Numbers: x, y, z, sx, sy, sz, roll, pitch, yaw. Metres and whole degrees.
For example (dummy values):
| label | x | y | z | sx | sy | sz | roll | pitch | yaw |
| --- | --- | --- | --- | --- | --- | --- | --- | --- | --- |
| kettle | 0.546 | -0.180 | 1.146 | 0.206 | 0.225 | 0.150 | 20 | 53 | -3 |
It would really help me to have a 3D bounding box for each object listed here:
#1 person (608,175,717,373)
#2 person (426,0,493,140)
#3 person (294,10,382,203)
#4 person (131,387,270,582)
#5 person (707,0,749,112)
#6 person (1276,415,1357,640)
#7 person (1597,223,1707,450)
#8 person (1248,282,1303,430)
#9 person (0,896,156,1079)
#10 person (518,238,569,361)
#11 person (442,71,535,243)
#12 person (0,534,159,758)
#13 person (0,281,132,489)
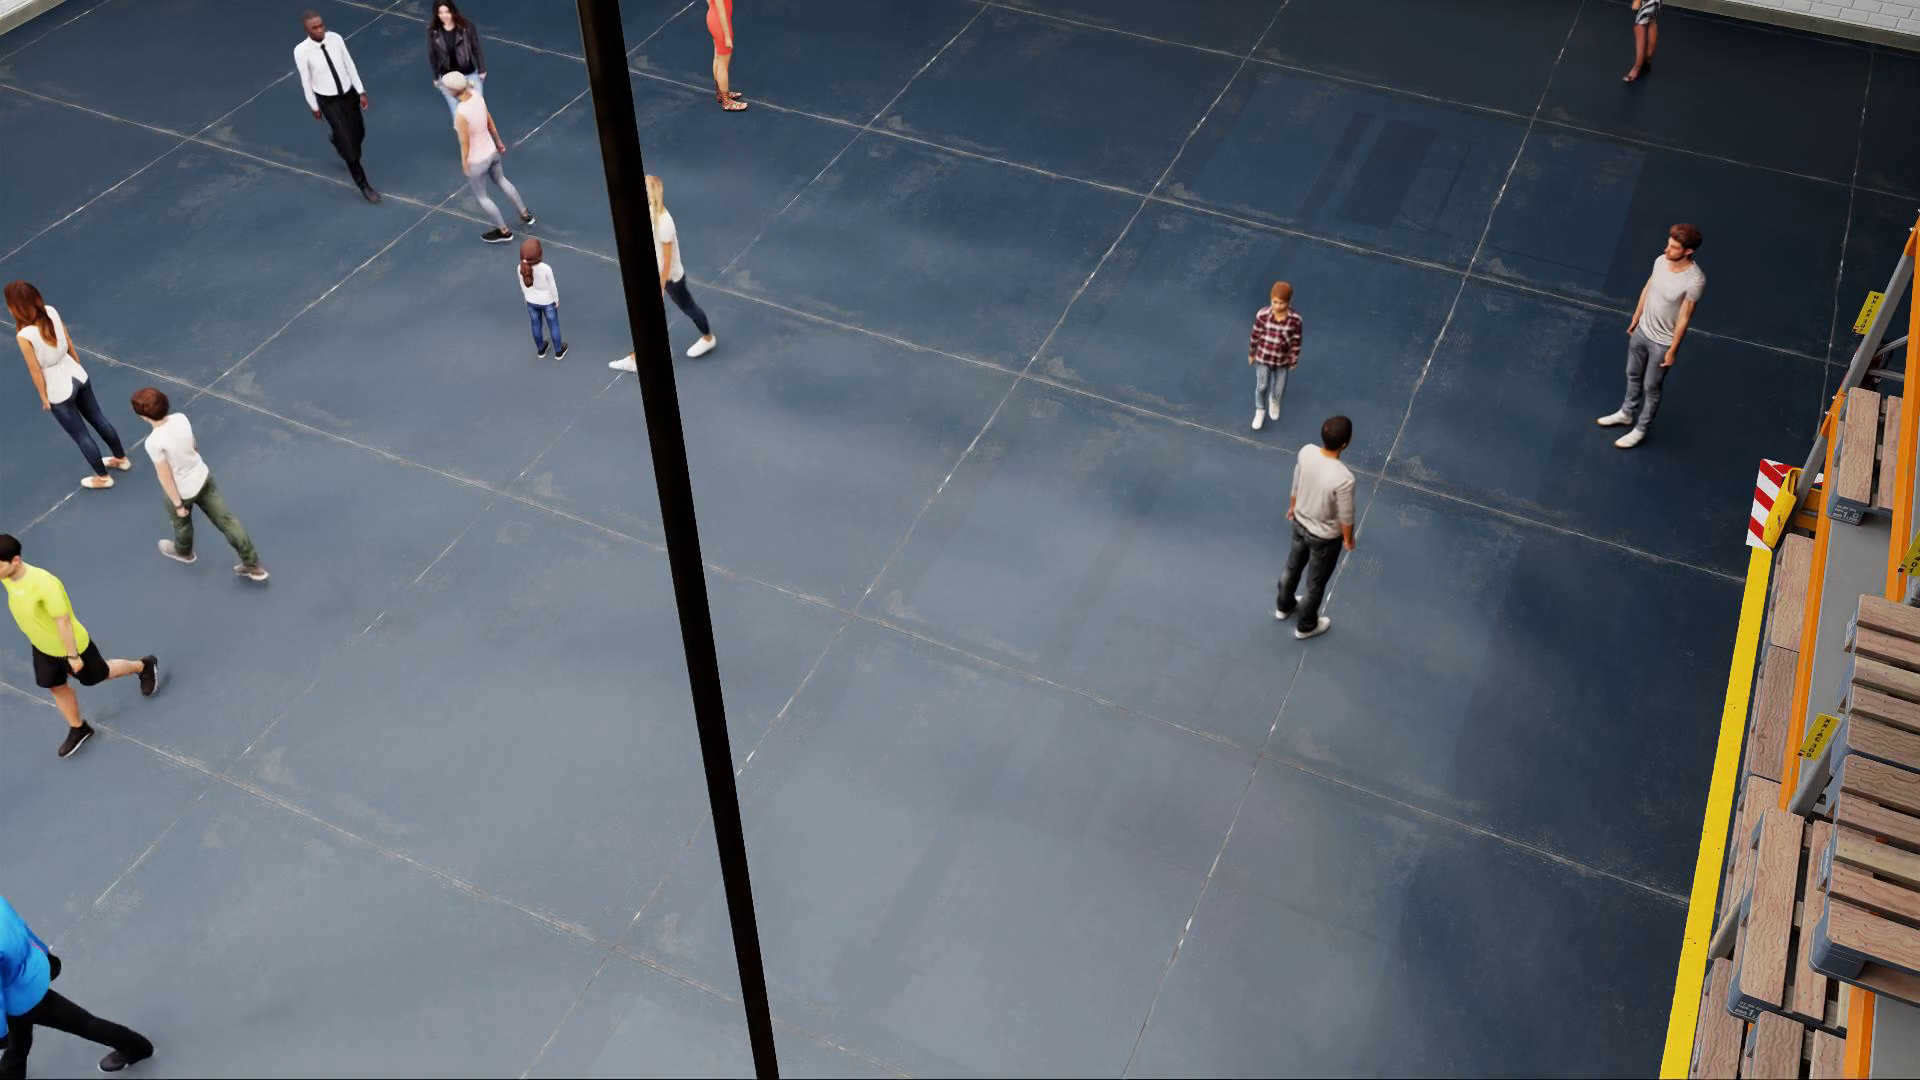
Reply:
| label | x | y | z | sx | sy | sz | roll | pitch | yaw |
| --- | --- | --- | --- | --- | --- | --- | --- | --- | --- |
| person | -2.249 | -2.117 | 13.200 | 1.235 | 1.761 | 0.950 | -29 | 51 | -27 |
| person | -4.729 | -4.397 | 15.690 | 0.800 | 1.626 | 0.850 | -8 | 44 | -8 |
| person | -5.705 | -4.012 | 15.153 | 0.959 | 1.810 | 1.153 | 32 | 52 | 29 |
| person | -5.225 | -0.338 | 11.441 | 0.704 | 1.610 | 1.072 | 15 | 46 | 15 |
| person | -2.355 | -5.053 | 16.311 | 0.723 | 1.719 | 0.657 | -13 | 45 | -13 |
| person | 2.357 | -0.091 | 11.037 | 0.728 | 1.809 | 0.731 | -24 | 48 | -23 |
| person | 5.268 | -1.550 | 12.514 | 0.809 | 1.886 | 0.753 | -15 | 46 | -15 |
| person | 2.435 | -1.464 | 12.848 | 0.576 | 1.299 | 0.597 | 10 | 45 | 11 |
| person | -4.705 | 2.300 | 8.580 | 1.198 | 1.737 | 1.157 | -13 | 45 | -13 |
| person | -3.414 | -1.968 | 13.513 | 0.499 | 1.112 | 0.539 | 3 | 44 | 3 |
| person | -4.152 | -3.356 | 14.558 | 0.855 | 1.680 | 0.532 | 23 | 48 | 22 |
| person | -5.600 | 0.559 | 10.447 | 0.679 | 1.682 | 1.056 | 14 | 45 | 14 |
| person | -6.525 | -1.134 | 12.152 | 0.684 | 1.782 | 0.523 | 10 | 44 | 10 |
